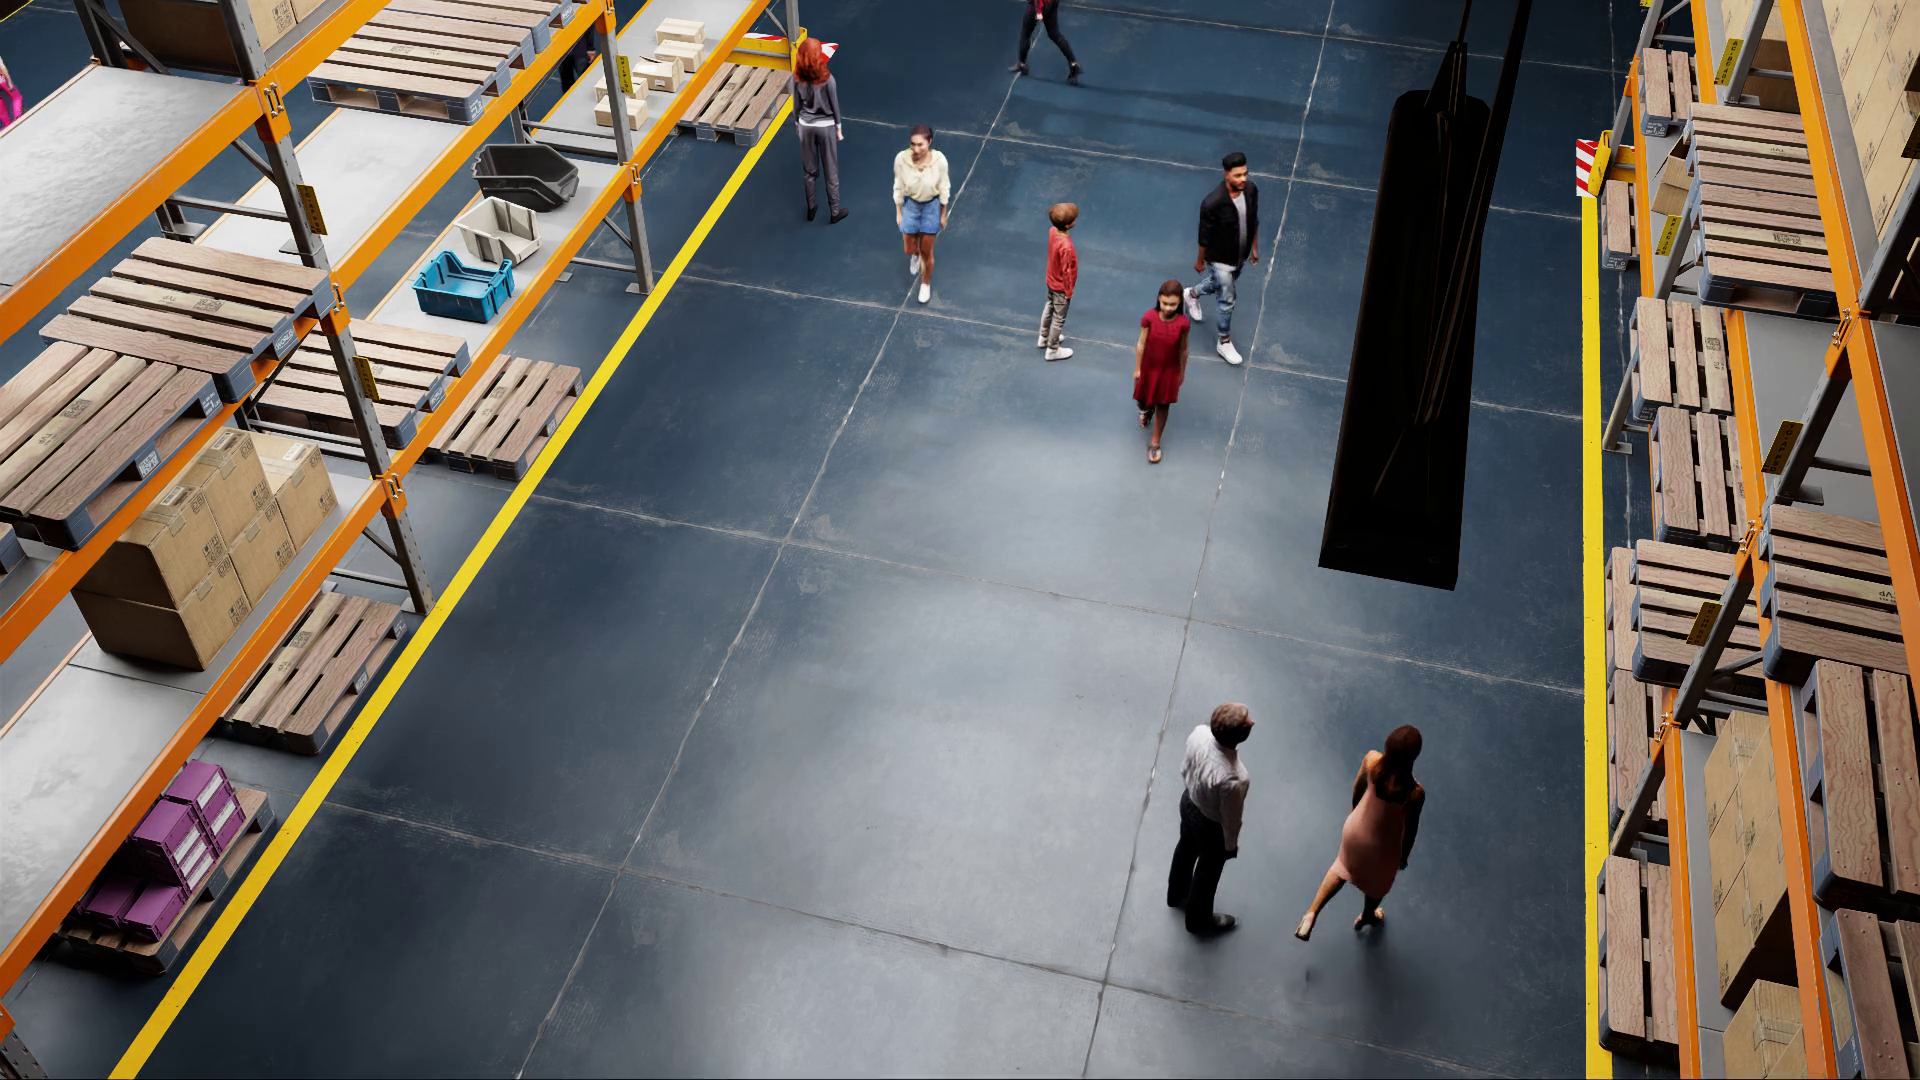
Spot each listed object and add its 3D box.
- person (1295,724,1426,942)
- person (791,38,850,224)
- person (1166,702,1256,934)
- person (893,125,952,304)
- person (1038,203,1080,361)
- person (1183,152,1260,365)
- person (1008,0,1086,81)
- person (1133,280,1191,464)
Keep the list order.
[{"bbox_3d":[2.235,1.677,9.174,1.016,1.817,0.896,-29,51,-27],"label":"person"},{"bbox_3d":[-1.264,-3.631,14.773,0.576,1.779,0.486,11,45,12],"label":"person"},{"bbox_3d":[1.398,1.534,9.324,0.797,1.818,0.705,-16,46,-16],"label":"person"},{"bbox_3d":[-0.306,-2.809,14.026,0.712,1.620,0.812,4,44,4],"label":"person"},{"bbox_3d":[0.799,-2.098,13.429,0.653,1.413,0.560,-12,45,-12],"label":"person"},{"bbox_3d":[2.103,-2.377,13.455,1.189,1.781,1.191,-27,50,-26],"label":"person"},{"bbox_3d":[0.920,-5.361,16.705,0.798,1.620,1.047,20,47,20],"label":"person"},{"bbox_3d":[1.516,-1.345,12.543,0.574,1.546,0.773,7,44,8],"label":"person"}]
